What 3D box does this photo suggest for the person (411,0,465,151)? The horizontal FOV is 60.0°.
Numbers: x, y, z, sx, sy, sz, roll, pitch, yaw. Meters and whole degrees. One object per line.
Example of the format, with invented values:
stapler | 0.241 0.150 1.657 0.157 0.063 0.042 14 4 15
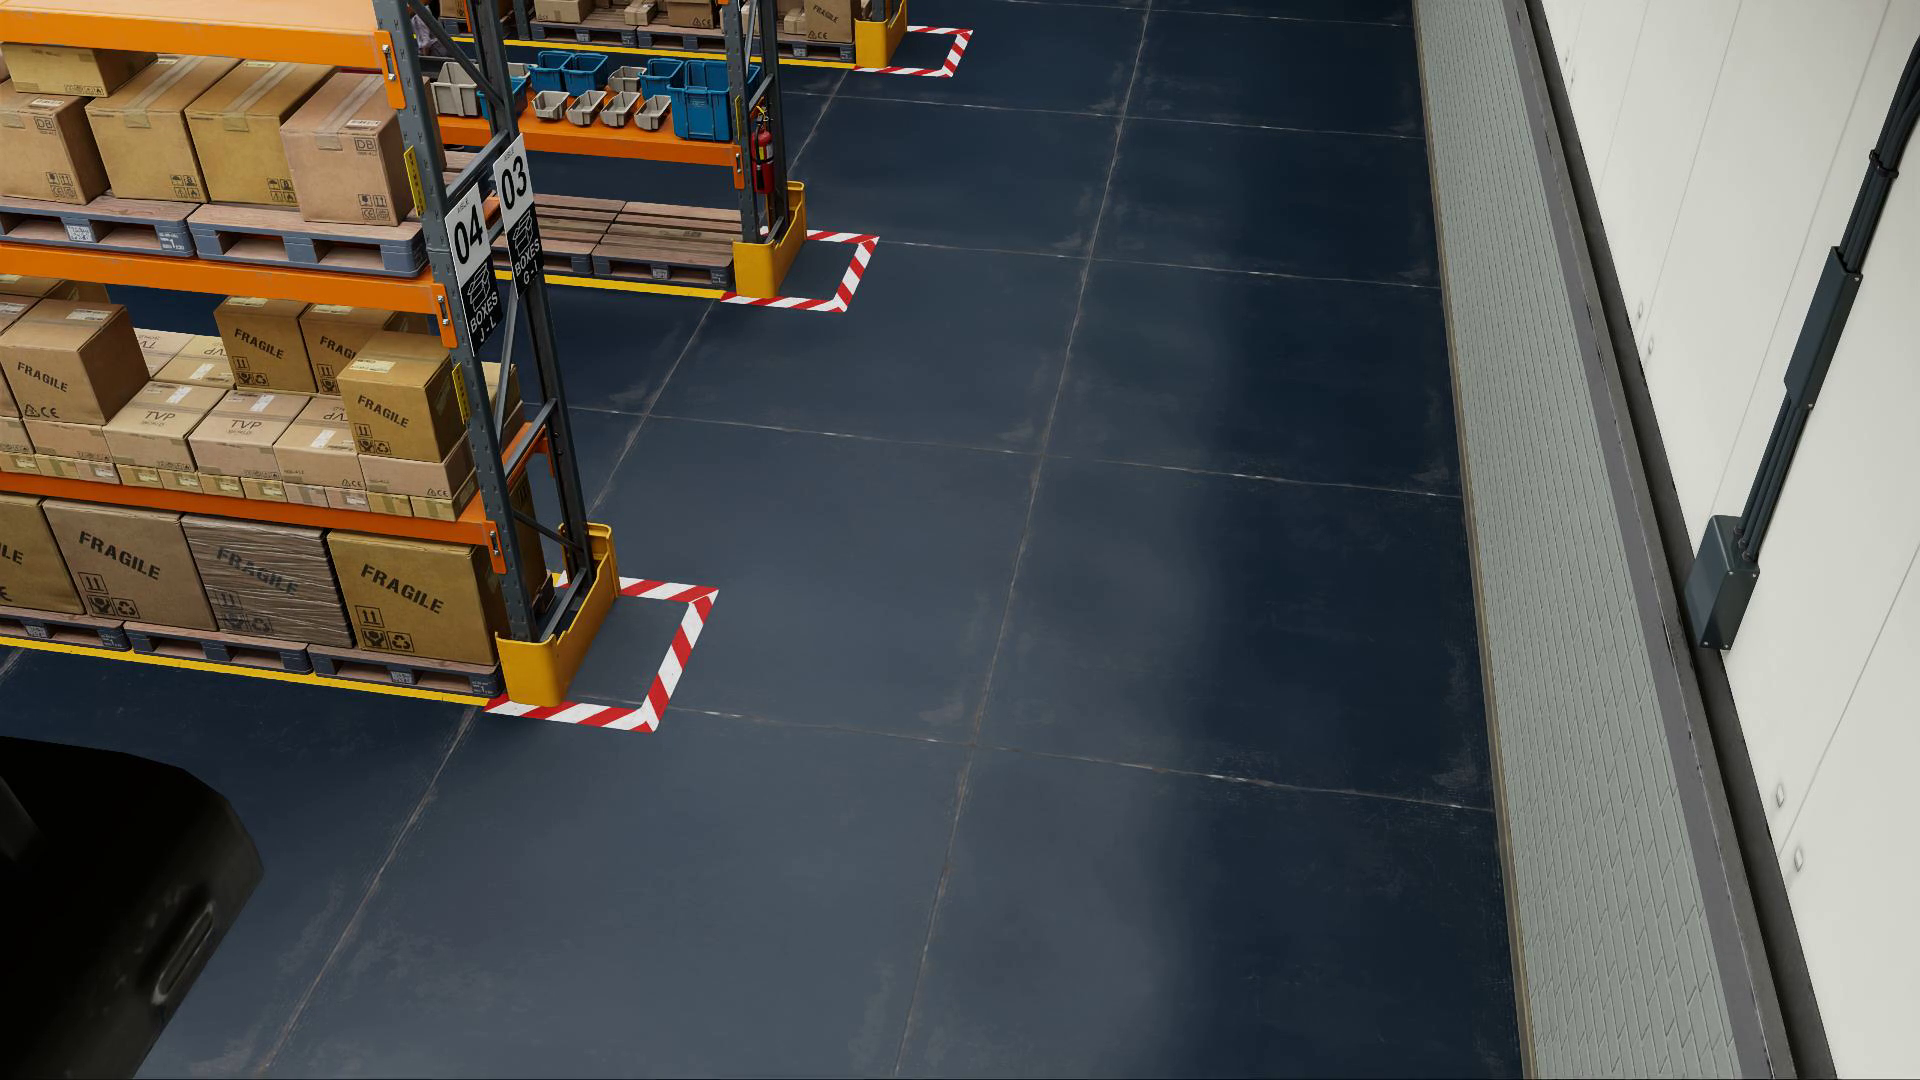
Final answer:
person | -4.920 -4.526 15.653 0.536 1.733 0.616 4 38 5
